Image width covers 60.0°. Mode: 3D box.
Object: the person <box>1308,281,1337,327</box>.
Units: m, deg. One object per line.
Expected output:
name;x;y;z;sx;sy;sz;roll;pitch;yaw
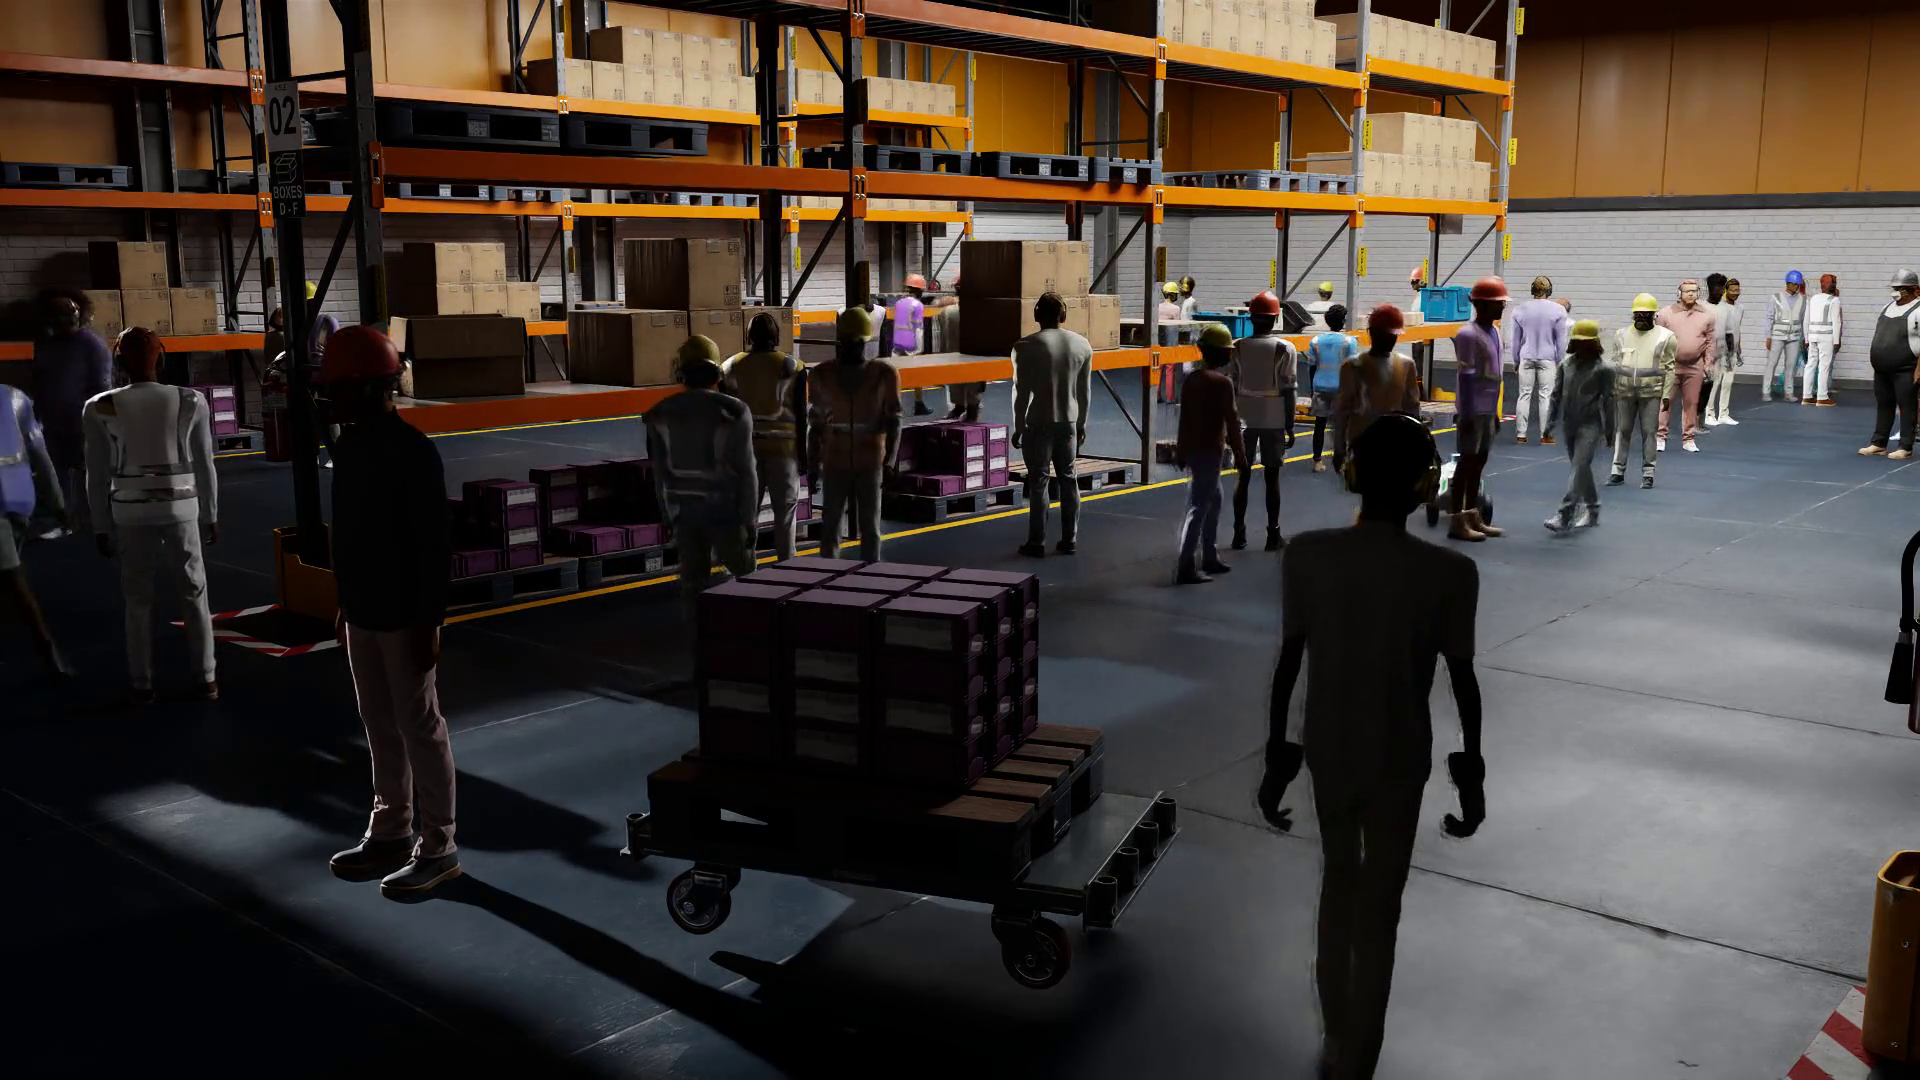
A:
person;5.606;-3.082;25.509;0.622;1.748;0.538;-8;13;-39

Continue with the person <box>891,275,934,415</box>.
person;-0.676;-2.606;22.395;0.542;1.893;0.662;9;14;43

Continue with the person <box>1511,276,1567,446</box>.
person;6.609;-2.042;19.023;0.632;1.940;0.372;7;12;33

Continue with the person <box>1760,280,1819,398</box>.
person;12.594;-3.022;25.021;0.923;1.783;0.582;5;11;24

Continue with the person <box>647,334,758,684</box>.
person;-1.309;-0.149;8.592;0.602;1.812;0.408;2;10;13

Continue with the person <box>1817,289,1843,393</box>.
person;13.497;-3.101;25.906;0.309;1.641;0.515;-4;11;-22

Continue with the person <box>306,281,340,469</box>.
person;-6.630;-1.685;17.055;0.588;1.918;0.397;2;10;12

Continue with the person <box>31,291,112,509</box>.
person;-7.641;-1.196;14.360;0.954;1.882;0.653;2;10;13

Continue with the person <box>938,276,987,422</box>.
person;0.016;-1.740;17.065;0.626;2.020;0.514;8;13;38

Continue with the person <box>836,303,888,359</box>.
person;-1.134;-2.065;19.251;0.601;1.911;0.389;-1;10;-6

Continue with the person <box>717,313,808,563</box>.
person;-1.287;-0.582;11.026;0.618;1.836;0.430;2;10;10

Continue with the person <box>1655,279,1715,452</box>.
person;8.013;-1.925;18.440;0.641;1.913;0.407;2;10;10

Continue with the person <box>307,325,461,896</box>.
person;-2.024;0.248;5.834;0.622;1.989;0.396;9;13;40

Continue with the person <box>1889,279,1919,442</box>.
person;11.048;-2.079;19.367;0.507;1.886;0.660;5;11;27

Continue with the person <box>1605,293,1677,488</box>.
person;6.405;-1.403;15.690;0.598;1.832;0.404;7;12;35

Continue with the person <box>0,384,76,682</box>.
person;-4.999;-0.187;8.691;0.956;1.874;0.592;4;11;24

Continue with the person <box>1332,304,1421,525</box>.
person;2.829;-0.662;11.358;0.535;1.891;0.970;-3;10;-15

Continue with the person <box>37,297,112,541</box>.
person;-6.916;-0.970;13.072;0.658;1.881;0.837;3;10;15

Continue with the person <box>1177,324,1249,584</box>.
person;1.741;-0.577;11.222;0.672;1.743;0.549;-4;11;-20

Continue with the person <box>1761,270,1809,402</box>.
person;12.113;-2.973;24.362;0.621;1.935;0.436;1;10;5

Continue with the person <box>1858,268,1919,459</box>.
person;10.054;-1.888;17.856;0.536;2.000;0.683;-3;10;-15

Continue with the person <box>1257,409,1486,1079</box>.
person;1.096;0.583;4.350;0.549;1.842;0.717;6;11;30

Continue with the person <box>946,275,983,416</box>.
person;0.040;-2.593;22.210;0.603;1.934;0.993;3;10;18

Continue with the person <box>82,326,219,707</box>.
person;-3.969;-0.109;8.205;0.581;1.879;0.348;-5;11;-28

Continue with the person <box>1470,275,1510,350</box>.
person;7.844;-2.993;24.669;0.652;1.873;0.663;-1;10;-6

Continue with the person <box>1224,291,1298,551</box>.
person;2.243;-0.883;12.429;0.551;1.937;0.357;3;11;19

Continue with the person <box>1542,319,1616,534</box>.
person;4.923;-0.901;13.214;0.895;1.698;0.492;-6;12;-32

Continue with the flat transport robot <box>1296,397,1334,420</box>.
flat transport robot;4.618;-1.749;22.101;0.652;0.197;1.431;5;11;25

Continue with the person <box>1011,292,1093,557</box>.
person;0.658;-0.839;12.176;0.631;1.940;0.372;-4;11;-22

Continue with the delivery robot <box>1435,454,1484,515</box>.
delivery robot;4.092;-0.465;13.698;0.477;0.478;0.707;2;10;9

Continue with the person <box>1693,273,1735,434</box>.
person;9.076;-2.235;20.066;0.620;1.946;0.644;-2;10;-10

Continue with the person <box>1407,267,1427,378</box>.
person;6.392;-2.795;23.154;0.396;1.992;0.623;1;10;4

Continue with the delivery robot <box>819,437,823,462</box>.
delivery robot;-1.414;-1.002;16.771;0.477;0.478;0.707;-1;10;-8

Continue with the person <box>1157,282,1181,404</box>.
person;3.023;-2.850;24.121;0.321;1.765;0.533;-8;13;-38

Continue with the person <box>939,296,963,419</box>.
person;-0.120;-2.423;22.099;0.346;1.624;0.529;0;10;1

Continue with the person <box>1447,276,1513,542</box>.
person;4.037;-1.012;12.863;0.388;2.041;0.613;8;13;40

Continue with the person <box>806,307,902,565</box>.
person;-0.659;-0.481;10.237;0.602;1.902;0.479;0;10;1

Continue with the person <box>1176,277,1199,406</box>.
person;3.221;-2.765;23.448;0.342;1.852;0.634;1;10;5

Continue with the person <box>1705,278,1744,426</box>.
person;9.781;-2.393;21.219;0.531;1.870;0.318;-3;11;-19

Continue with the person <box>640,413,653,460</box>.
person;-2.931;-1.429;16.319;0.667;1.659;0.396;-9;13;-41

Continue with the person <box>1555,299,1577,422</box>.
person;7.847;-2.352;21.766;0.531;1.582;0.887;6;12;30

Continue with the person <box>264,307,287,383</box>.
person;-7.282;-1.687;17.906;0.495;1.626;0.285;6;12;32

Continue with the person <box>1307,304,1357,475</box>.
person;3.728;-1.501;16.631;0.533;1.697;0.322;8;13;38

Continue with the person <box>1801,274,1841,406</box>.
person;12.361;-2.860;23.841;0.341;1.879;0.587;-4;11;-19
